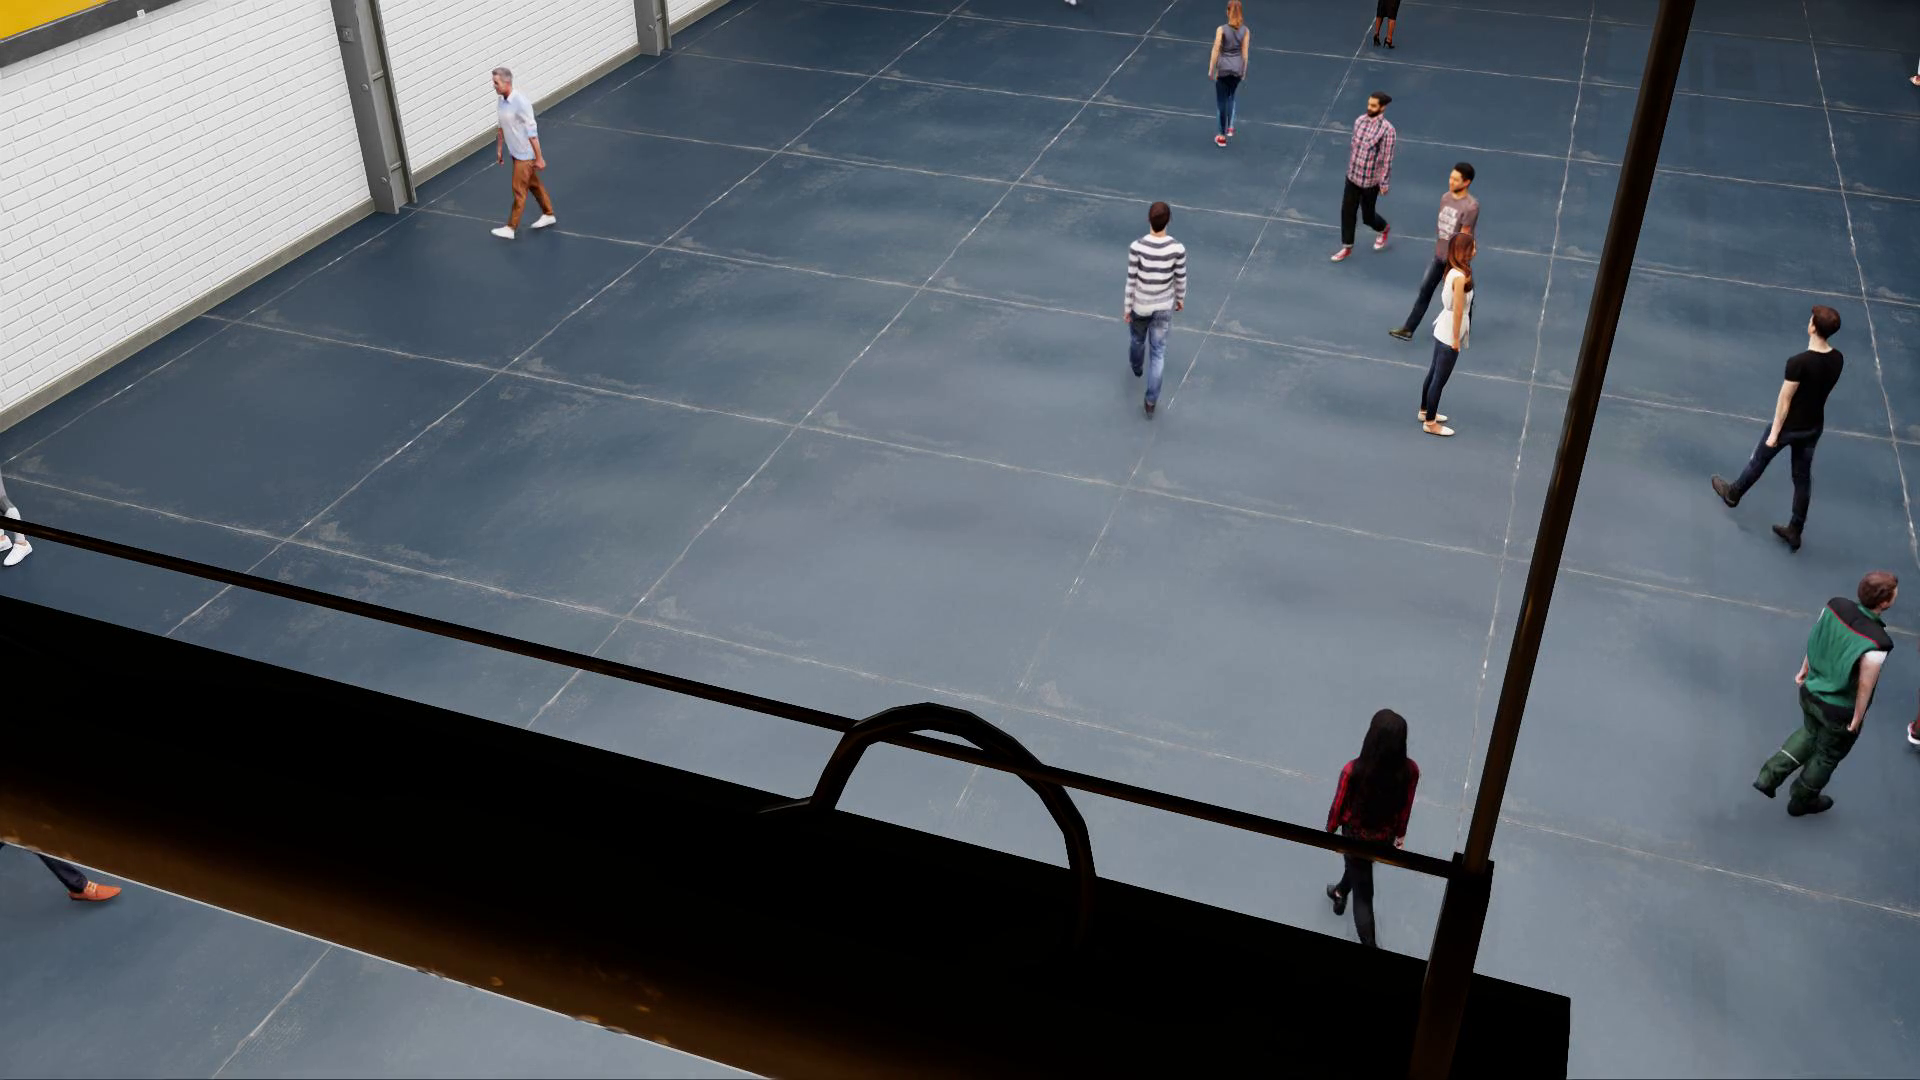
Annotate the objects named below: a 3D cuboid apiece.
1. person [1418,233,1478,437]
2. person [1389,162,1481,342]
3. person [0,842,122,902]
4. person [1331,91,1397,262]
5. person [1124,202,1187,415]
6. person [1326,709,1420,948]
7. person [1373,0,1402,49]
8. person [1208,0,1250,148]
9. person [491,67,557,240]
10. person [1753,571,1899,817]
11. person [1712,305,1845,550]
[{"bbox_3d":[4.099,-1.743,13.995,0.692,1.785,0.535,4,34,6],"label":"person"},{"bbox_3d":[4.621,-2.617,15.360,1.173,1.730,1.084,-16,37,-23],"label":"person"},{"bbox_3d":[-5.424,1.381,9.288,1.140,1.792,1.192,-7,34,-11],"label":"person"},{"bbox_3d":[4.193,-3.727,17.018,1.101,1.742,0.984,-23,40,-30],"label":"person"},{"bbox_3d":[1.657,-1.951,14.295,0.903,1.798,1.244,2,34,3],"label":"person"},{"bbox_3d":[2.240,1.672,9.008,0.931,1.618,1.121,-6,34,-9],"label":"person"},{"bbox_3d":[5.969,-7.663,23.021,0.676,1.653,0.665,-27,42,-35],"label":"person"},{"bbox_3d":[3.211,-5.505,19.725,0.716,1.708,0.773,-8,34,-12],"label":"person"},{"bbox_3d":[-4.545,-4.112,17.557,1.196,1.787,1.015,-27,42,-35],"label":"person"},{"bbox_3d":[5.156,0.940,9.918,0.927,1.831,0.879,-9,35,-14],"label":"person"},{"bbox_3d":[6.356,-0.798,12.514,1.108,1.850,1.265,-8,35,-12],"label":"person"}]
